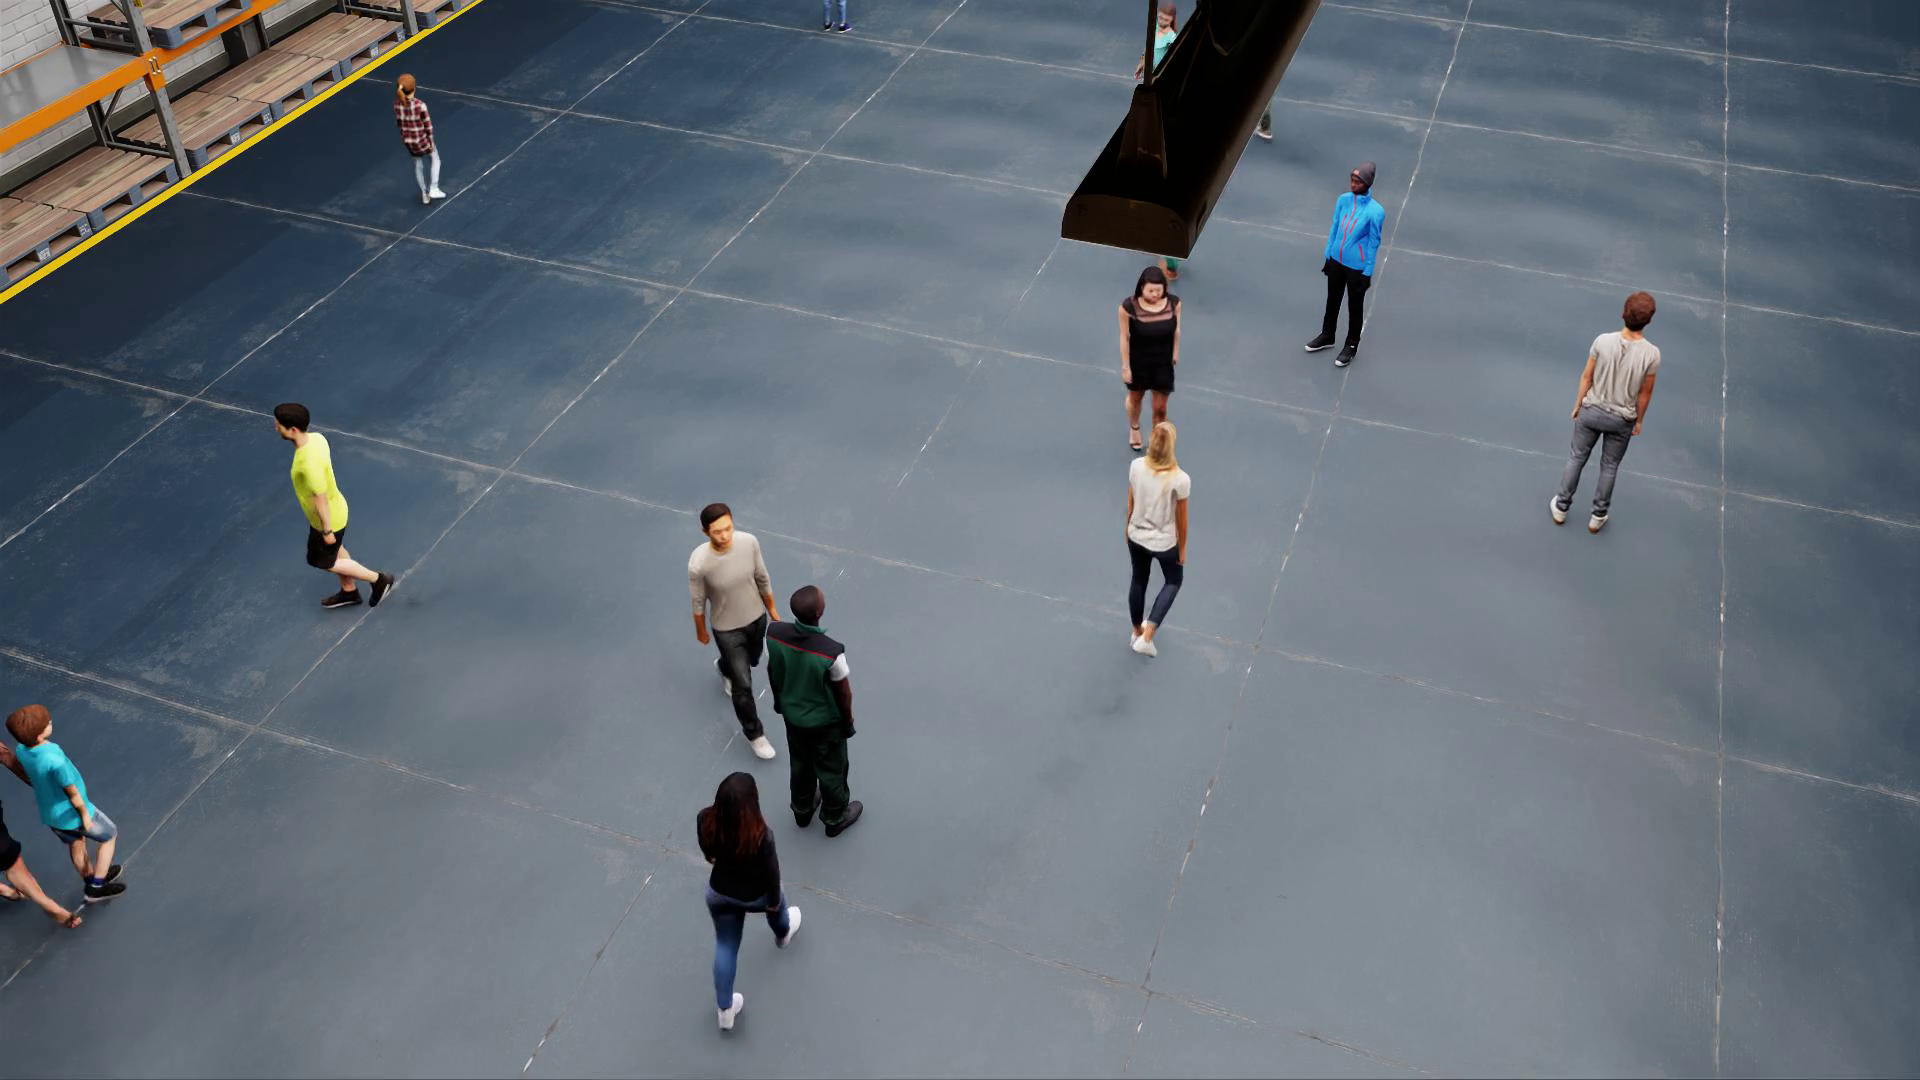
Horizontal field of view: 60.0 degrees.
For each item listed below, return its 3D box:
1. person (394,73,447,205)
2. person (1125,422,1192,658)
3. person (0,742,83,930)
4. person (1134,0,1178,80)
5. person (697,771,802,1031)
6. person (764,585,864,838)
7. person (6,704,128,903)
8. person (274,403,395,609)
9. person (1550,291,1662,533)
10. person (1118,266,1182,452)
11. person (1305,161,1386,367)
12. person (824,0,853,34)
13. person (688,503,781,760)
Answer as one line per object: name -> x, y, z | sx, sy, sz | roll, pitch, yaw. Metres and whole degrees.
person -> -5.286, -3.865, 16.136 | 0.571, 1.298, 0.568 | 4, 39, 6
person -> 1.217, 0.061, 10.819 | 0.693, 1.799, 0.783 | 21, 43, 25
person -> -5.469, 1.475, 9.124 | 0.806, 1.705, 0.901 | 2, 39, 3
person -> 2.130, -4.813, 17.156 | 1.074, 1.507, 1.084 | -11, 40, -14
person -> -1.168, 1.888, 8.697 | 0.706, 1.593, 1.106 | 10, 40, 12
person -> -0.848, 0.990, 9.623 | 0.705, 1.839, 0.621 | 17, 42, 20
person -> -5.050, 1.521, 9.278 | 0.530, 1.440, 0.548 | 16, 41, 19
person -> -4.213, -0.211, 11.241 | 0.904, 1.697, 0.848 | -13, 40, -16
person -> 4.660, -0.909, 11.959 | 0.654, 1.892, 0.561 | 16, 41, 19
person -> 1.409, -1.401, 12.729 | 0.794, 1.700, 0.837 | -5, 39, -6
person -> 3.248, -2.302, 13.782 | 0.682, 1.794, 0.691 | -30, 47, -32
person -> -1.487, -6.638, 19.646 | 0.497, 1.251, 0.477 | 14, 41, 16
person -> -1.415, 0.454, 10.337 | 1.135, 1.786, 1.064 | -27, 46, -29
